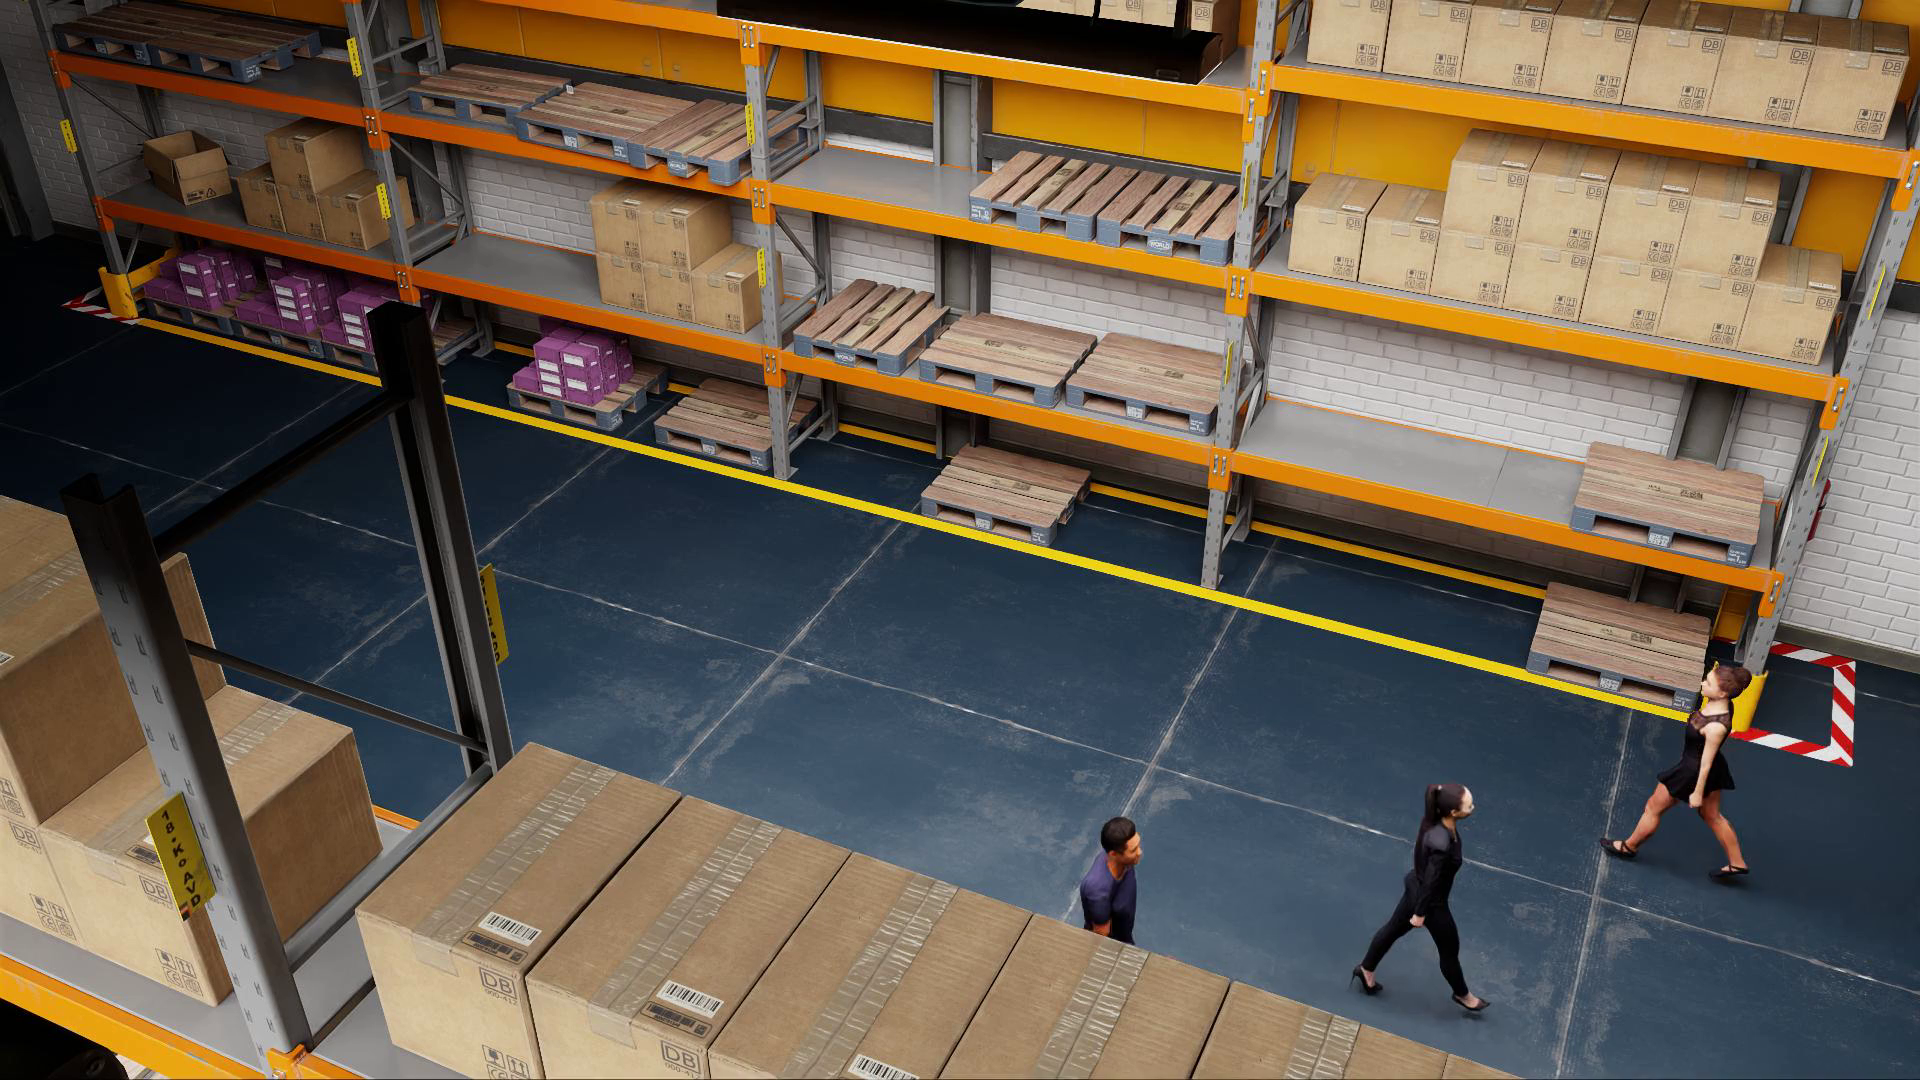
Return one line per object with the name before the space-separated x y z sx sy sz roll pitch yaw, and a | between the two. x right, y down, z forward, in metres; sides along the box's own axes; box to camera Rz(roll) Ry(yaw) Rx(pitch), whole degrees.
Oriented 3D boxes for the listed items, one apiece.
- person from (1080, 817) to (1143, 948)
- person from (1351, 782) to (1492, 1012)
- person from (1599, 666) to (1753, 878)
person | 0.716 2.219 9.159 1.135 1.756 0.683 17 37 23
person | 2.583 2.045 9.505 1.079 1.663 0.765 7 34 10
person | 4.687 1.485 10.373 1.123 1.634 0.611 17 37 23
